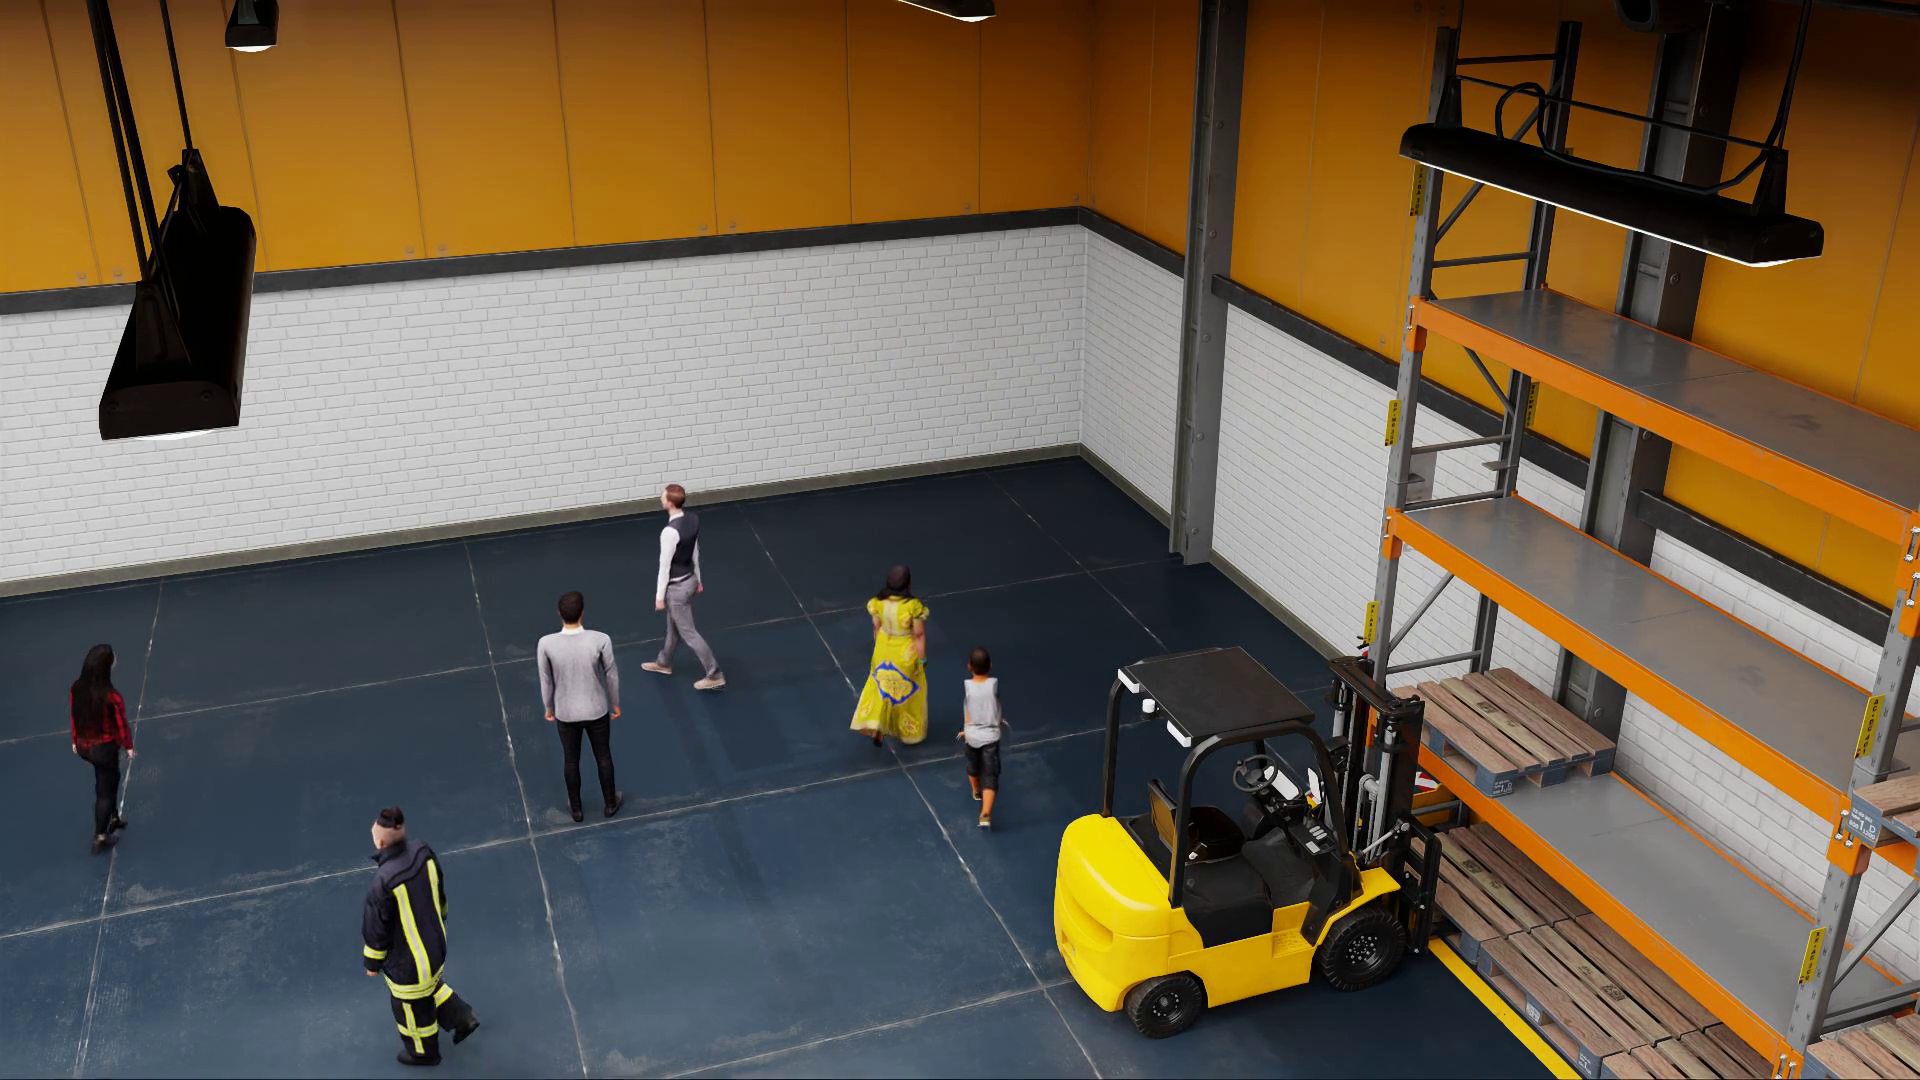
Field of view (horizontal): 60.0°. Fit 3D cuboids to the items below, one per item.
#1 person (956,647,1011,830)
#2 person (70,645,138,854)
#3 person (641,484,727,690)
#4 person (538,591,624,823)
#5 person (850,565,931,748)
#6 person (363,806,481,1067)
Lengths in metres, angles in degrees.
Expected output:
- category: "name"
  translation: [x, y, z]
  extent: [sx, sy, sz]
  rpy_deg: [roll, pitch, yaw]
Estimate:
- category: "person"
  translation: [0.183, 1.483, 12.808]
  extent: [0.834, 1.430, 1.068]
  rpy_deg: [2, 24, 5]
- category: "person"
  translation: [-6.409, 1.602, 12.297]
  extent: [0.787, 1.620, 0.844]
  rpy_deg: [6, 24, 13]
- category: "person"
  translation: [-2.388, 0.440, 14.612]
  extent: [1.169, 1.897, 1.179]
  rpy_deg: [7, 25, 16]
- category: "person"
  translation: [-2.887, 1.270, 12.680]
  extent: [0.777, 1.923, 0.686]
  rpy_deg: [-4, 24, -9]
- category: "person"
  translation: [-0.538, 1.001, 13.643]
  extent: [1.119, 1.646, 1.208]
  rpy_deg: [8, 25, 18]
- category: "person"
  translation: [-3.270, 2.445, 10.085]
  extent: [1.004, 1.848, 0.941]
  rpy_deg: [7, 25, 15]
